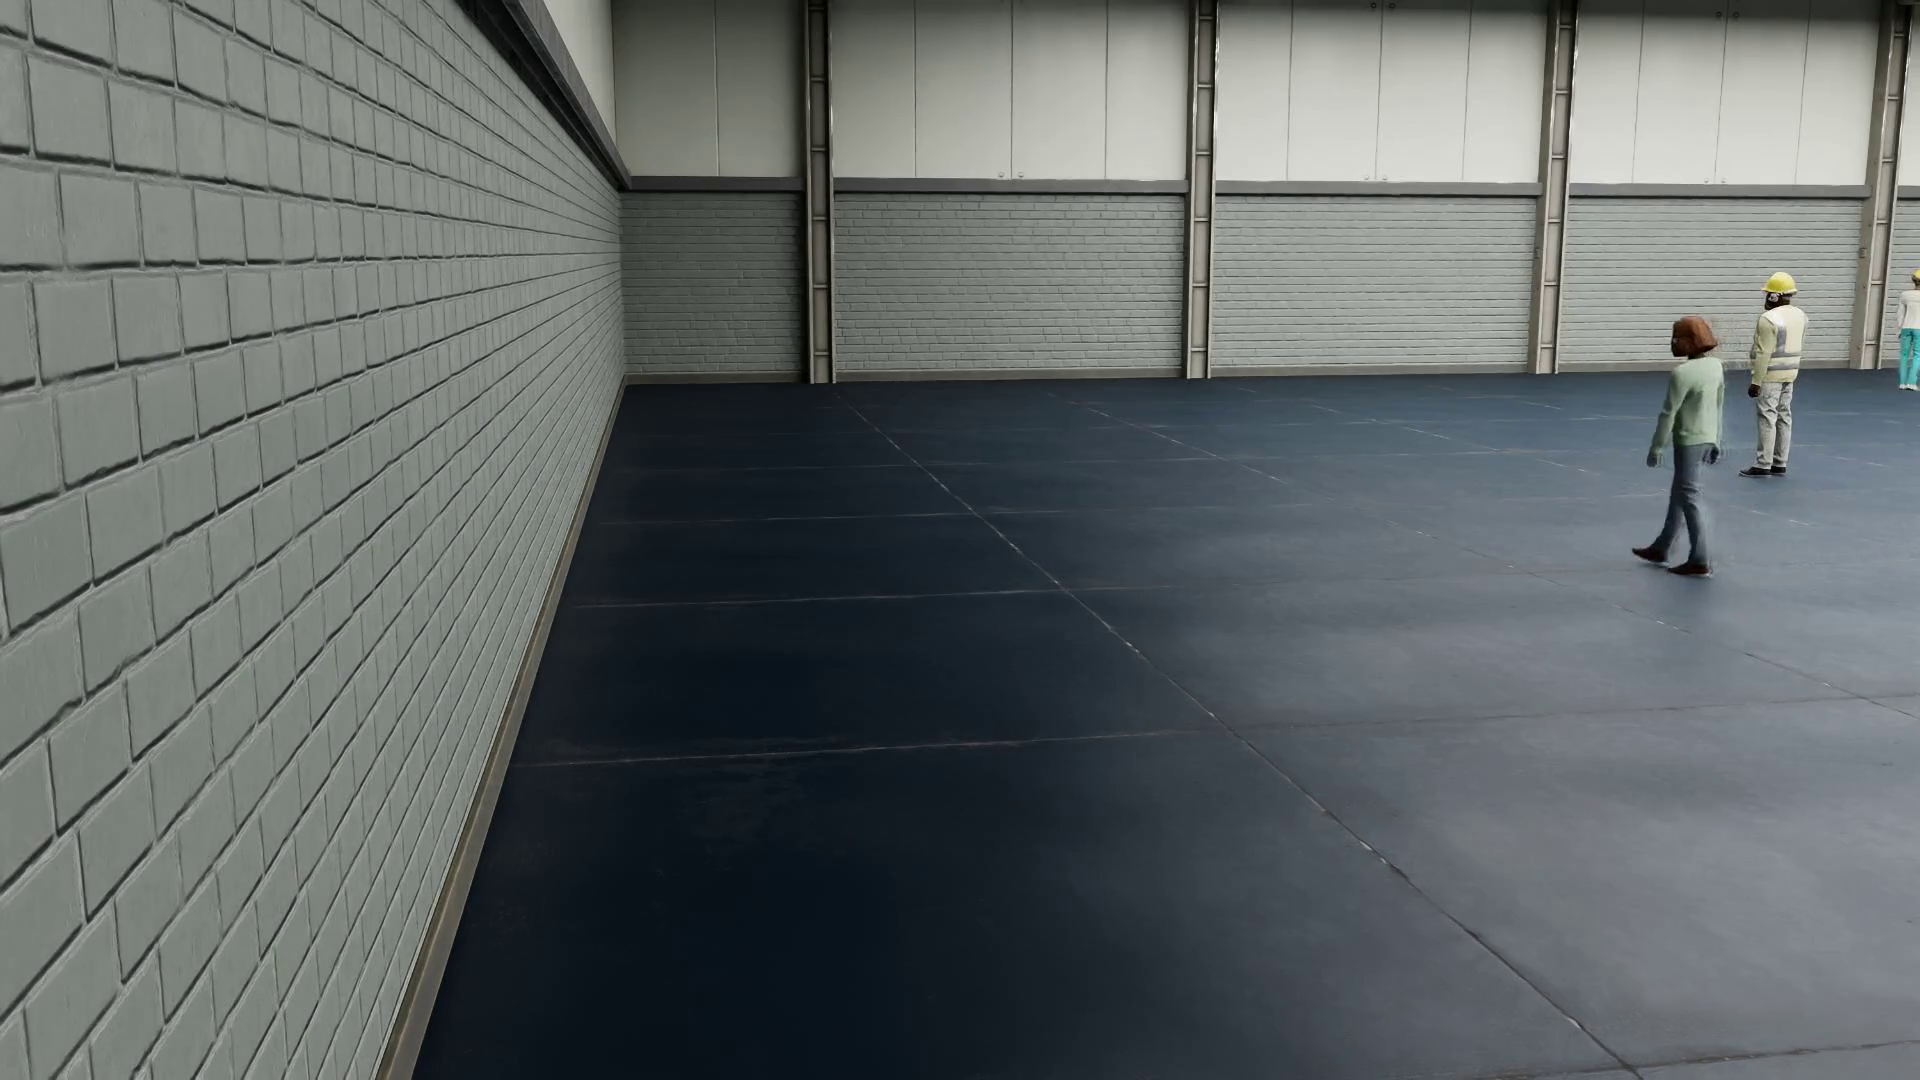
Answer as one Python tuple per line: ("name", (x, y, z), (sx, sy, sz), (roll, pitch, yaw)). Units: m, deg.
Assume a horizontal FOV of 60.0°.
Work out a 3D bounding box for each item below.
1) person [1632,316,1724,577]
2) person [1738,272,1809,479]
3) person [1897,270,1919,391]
("person", (4.475, -0.593, 10.451), (0.528, 1.609, 0.654), (-8, 13, -38))
("person", (7.263, -1.464, 14.860), (0.589, 1.837, 0.404), (-6, 12, -32))
("person", (13.907, -3.042, 24.256), (0.518, 1.780, 0.535), (-5, 11, -25))
